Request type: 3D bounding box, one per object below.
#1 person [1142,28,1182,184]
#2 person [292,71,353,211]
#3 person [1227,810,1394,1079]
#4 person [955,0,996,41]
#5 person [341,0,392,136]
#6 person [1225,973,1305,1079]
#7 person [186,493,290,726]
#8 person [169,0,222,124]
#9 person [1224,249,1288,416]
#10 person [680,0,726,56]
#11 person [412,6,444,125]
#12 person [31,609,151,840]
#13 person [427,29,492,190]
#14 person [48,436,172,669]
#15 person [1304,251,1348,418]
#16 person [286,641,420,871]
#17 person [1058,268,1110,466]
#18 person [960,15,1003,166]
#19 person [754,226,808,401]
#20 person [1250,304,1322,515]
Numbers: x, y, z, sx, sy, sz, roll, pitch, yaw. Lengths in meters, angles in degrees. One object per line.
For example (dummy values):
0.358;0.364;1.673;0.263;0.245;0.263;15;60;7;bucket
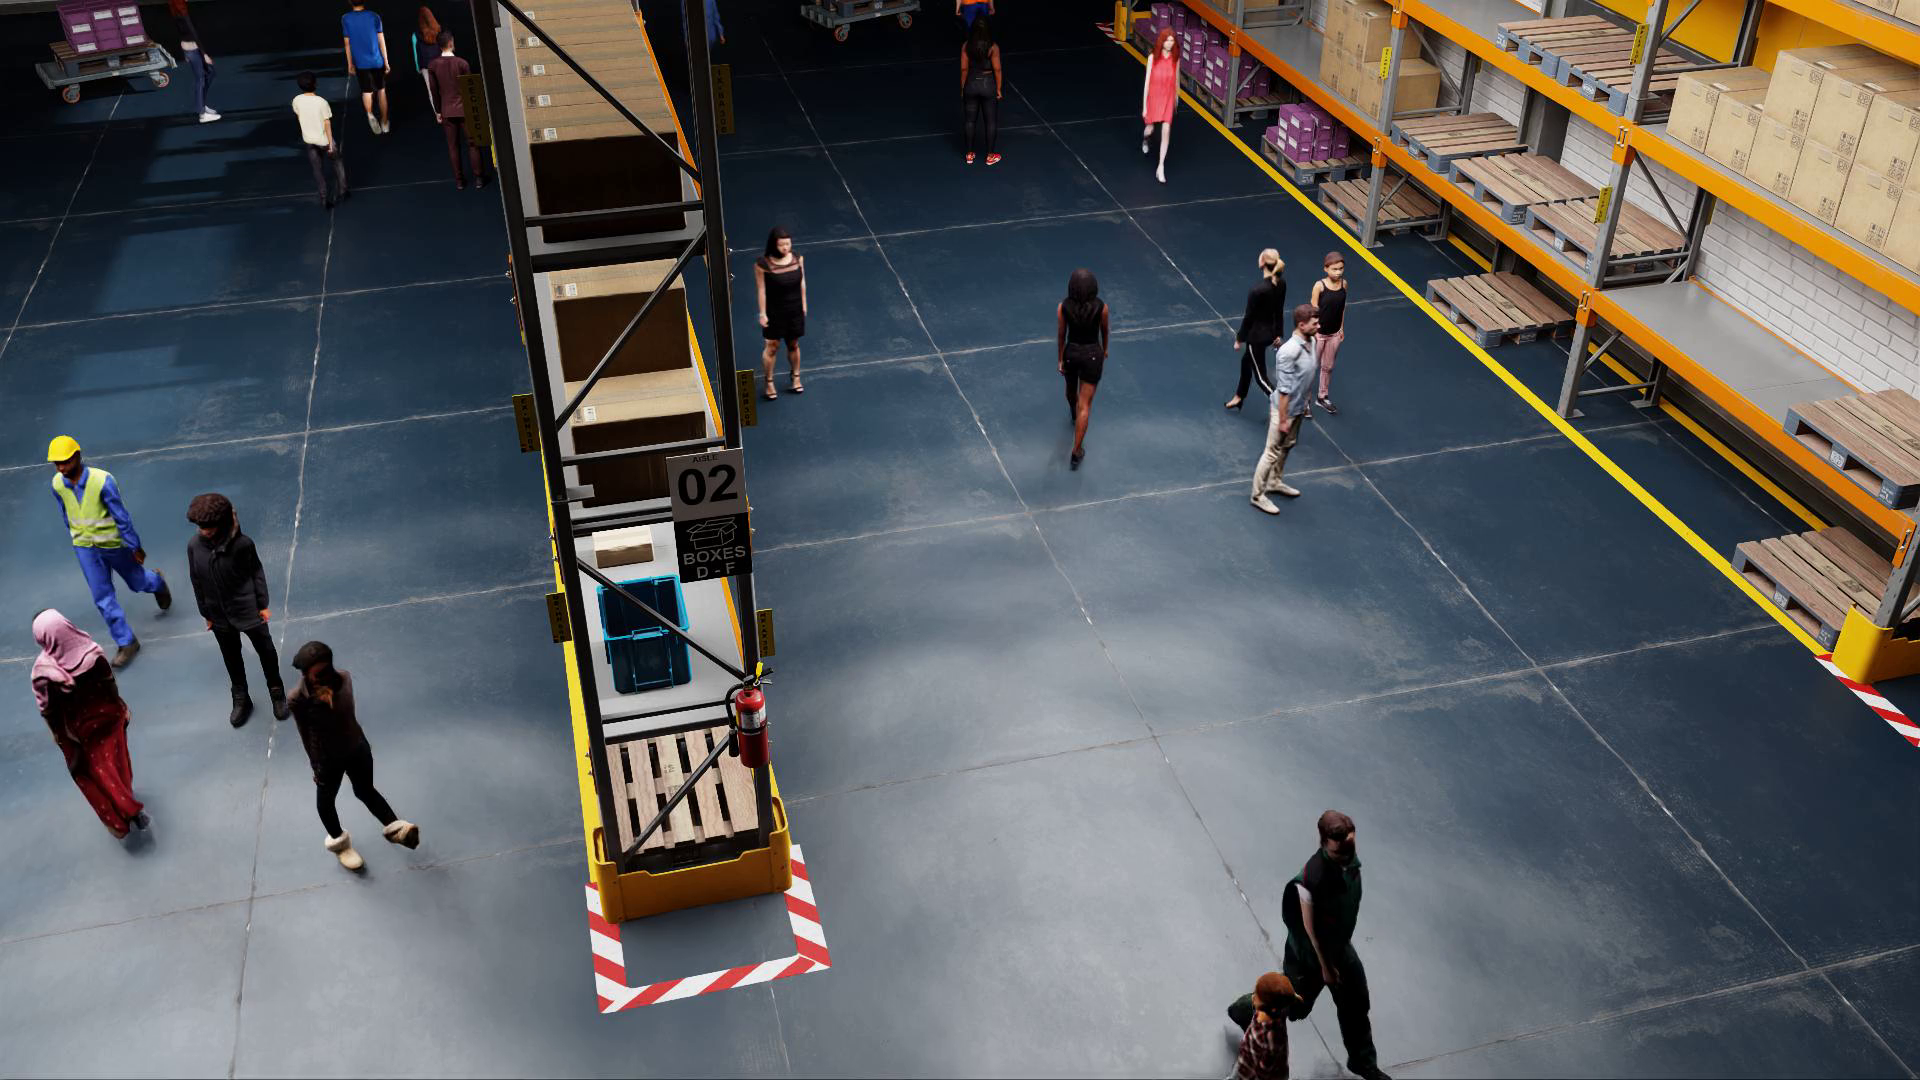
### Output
2.368;-5.219;19.874;0.690;1.808;0.981;-4;34;-6;person
-7.387;-4.550;19.081;0.708;1.571;0.813;0;34;0;person
1.828;2.151;8.816;1.255;1.773;1.058;23;40;30;person
0.250;-7.420;23.121;0.729;1.878;0.705;-12;35;-17;person
-7.472;-6.010;21.030;0.670;1.844;1.010;-9;35;-13;person
1.600;2.676;8.453;0.668;1.301;0.558;2;34;4;person
-4.968;0.443;11.383;0.630;1.776;0.609;-6;34;-9;person
-9.959;-6.233;21.432;0.707;1.771;0.624;-18;38;-25;person
2.733;-1.717;14.737;1.185;1.661;0.994;27;42;34;person
-3.496;-6.761;22.227;0.993;1.771;1.228;-25;41;-32;person
-6.821;-6.118;21.524;0.587;1.479;0.888;-10;35;-14;person
-5.429;1.162;10.450;1.067;1.612;0.938;28;42;35;person
-5.918;-5.060;19.584;0.720;1.863;0.664;-3;34;-4;person
-6.163;-0.012;12.060;0.869;1.784;1.194;-1;34;-2;person
3.305;-1.880;15.068;0.536;1.566;0.528;-11;35;-16;person
-3.693;1.373;10.101;0.995;1.648;0.853;-11;35;-16;person
1.044;-1.458;14.333;0.981;1.678;1.274;7;34;11;person
0.252;-5.497;20.284;0.776;1.816;0.784;8;35;12;person
-1.644;-2.089;15.253;0.694;1.710;0.684;-16;37;-23;person
2.687;-1.099;13.646;0.779;1.840;0.748;23;40;31;person
